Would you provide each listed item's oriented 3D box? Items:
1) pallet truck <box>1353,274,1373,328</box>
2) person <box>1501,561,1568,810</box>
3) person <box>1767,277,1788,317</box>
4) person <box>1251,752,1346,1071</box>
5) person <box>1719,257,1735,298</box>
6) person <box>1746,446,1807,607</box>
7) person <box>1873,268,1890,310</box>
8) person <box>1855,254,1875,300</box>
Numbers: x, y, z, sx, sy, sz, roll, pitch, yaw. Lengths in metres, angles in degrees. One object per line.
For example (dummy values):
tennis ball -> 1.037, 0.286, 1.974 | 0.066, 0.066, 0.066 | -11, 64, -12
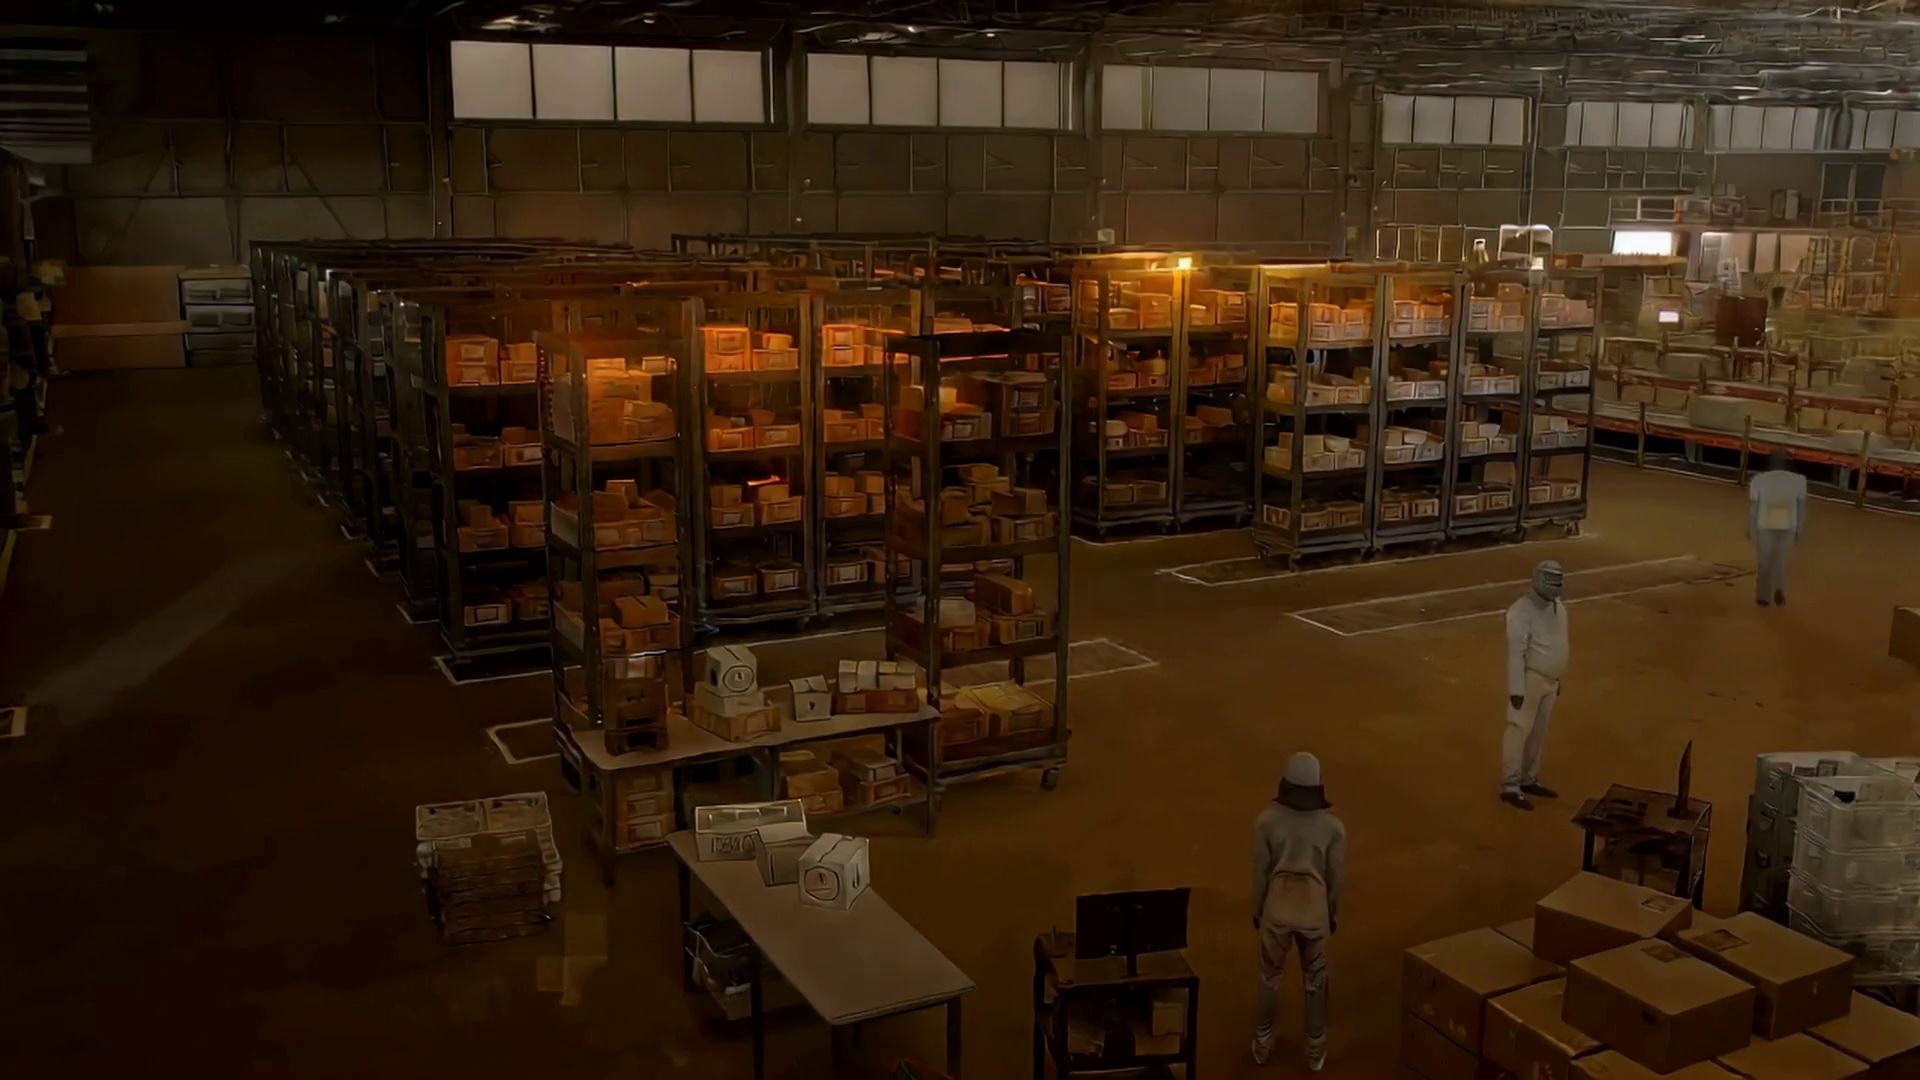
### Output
pallet truck -> 13.011, -8.050, 55.243 | 0.823, 1.965, 1.885 | -7, 14, -28
person -> 4.425, 1.088, 12.724 | 0.643, 1.905, 0.400 | -10, 16, -39
person -> 25.680, -7.334, 52.307 | 0.516, 1.831, 0.933 | 3, 13, 15
person -> 1.804, 1.982, 8.945 | 0.485, 1.734, 0.355 | 2, 12, 10
person -> 30.981, -10.525, 67.211 | 0.596, 1.837, 0.980 | 4, 13, 18
person -> 9.120, -0.143, 18.631 | 0.589, 1.835, 0.436 | 3, 12, 15
person -> 33.121, -8.904, 59.807 | 0.529, 1.761, 0.334 | 10, 15, 38
person -> 37.526, -10.904, 68.850 | 0.603, 1.897, 0.904 | -6, 14, -27
